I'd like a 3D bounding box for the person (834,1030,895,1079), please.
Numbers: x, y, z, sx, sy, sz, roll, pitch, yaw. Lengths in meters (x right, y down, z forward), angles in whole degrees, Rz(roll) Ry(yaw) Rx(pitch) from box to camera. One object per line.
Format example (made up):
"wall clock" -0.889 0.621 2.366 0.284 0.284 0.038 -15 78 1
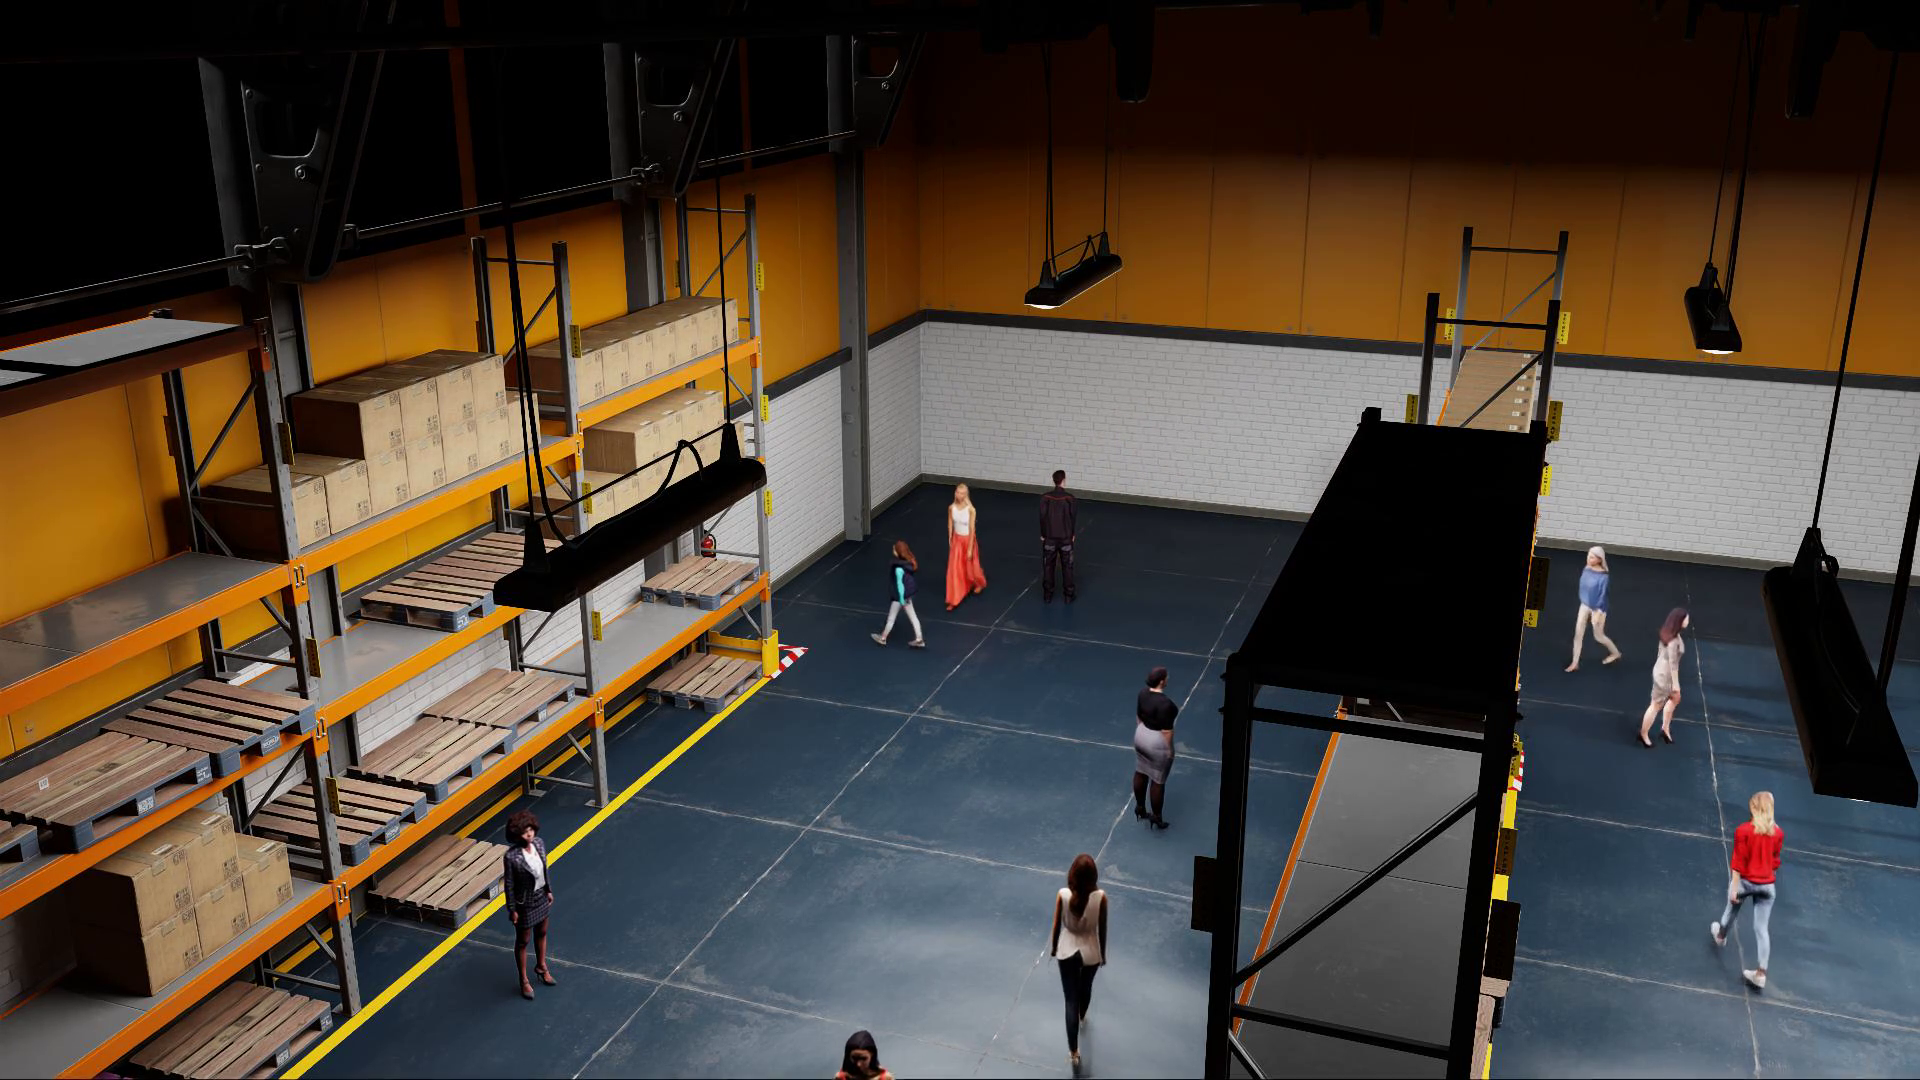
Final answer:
"person" -0.620 4.094 11.427 0.858 1.676 1.211 0 19 0

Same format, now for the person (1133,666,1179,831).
"person" 1.995 2.122 17.153 0.824 1.759 0.778 -10 21 -28

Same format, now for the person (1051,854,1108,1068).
"person" 0.950 3.397 13.386 0.818 1.745 1.169 1 19 4

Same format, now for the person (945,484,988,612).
"person" 0.112 0.074 23.240 0.698 1.755 1.275 9 21 24

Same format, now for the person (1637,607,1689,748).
"person" 7.901 1.568 18.852 0.731 1.724 0.668 4 19 11

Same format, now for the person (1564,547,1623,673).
"person" 8.051 0.884 20.969 1.072 1.669 1.031 -6 19 -17

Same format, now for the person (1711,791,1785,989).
"person" 6.941 3.089 14.490 0.903 1.625 1.213 -1 19 -2

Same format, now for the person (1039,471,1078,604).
"person" 1.384 -0.048 23.358 0.729 1.910 0.646 3 19 10

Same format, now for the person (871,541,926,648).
"person" -0.679 0.733 21.744 0.624 1.460 0.882 7 20 19

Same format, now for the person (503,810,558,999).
"person" -3.700 3.110 14.308 0.741 1.702 0.573 13 22 33
